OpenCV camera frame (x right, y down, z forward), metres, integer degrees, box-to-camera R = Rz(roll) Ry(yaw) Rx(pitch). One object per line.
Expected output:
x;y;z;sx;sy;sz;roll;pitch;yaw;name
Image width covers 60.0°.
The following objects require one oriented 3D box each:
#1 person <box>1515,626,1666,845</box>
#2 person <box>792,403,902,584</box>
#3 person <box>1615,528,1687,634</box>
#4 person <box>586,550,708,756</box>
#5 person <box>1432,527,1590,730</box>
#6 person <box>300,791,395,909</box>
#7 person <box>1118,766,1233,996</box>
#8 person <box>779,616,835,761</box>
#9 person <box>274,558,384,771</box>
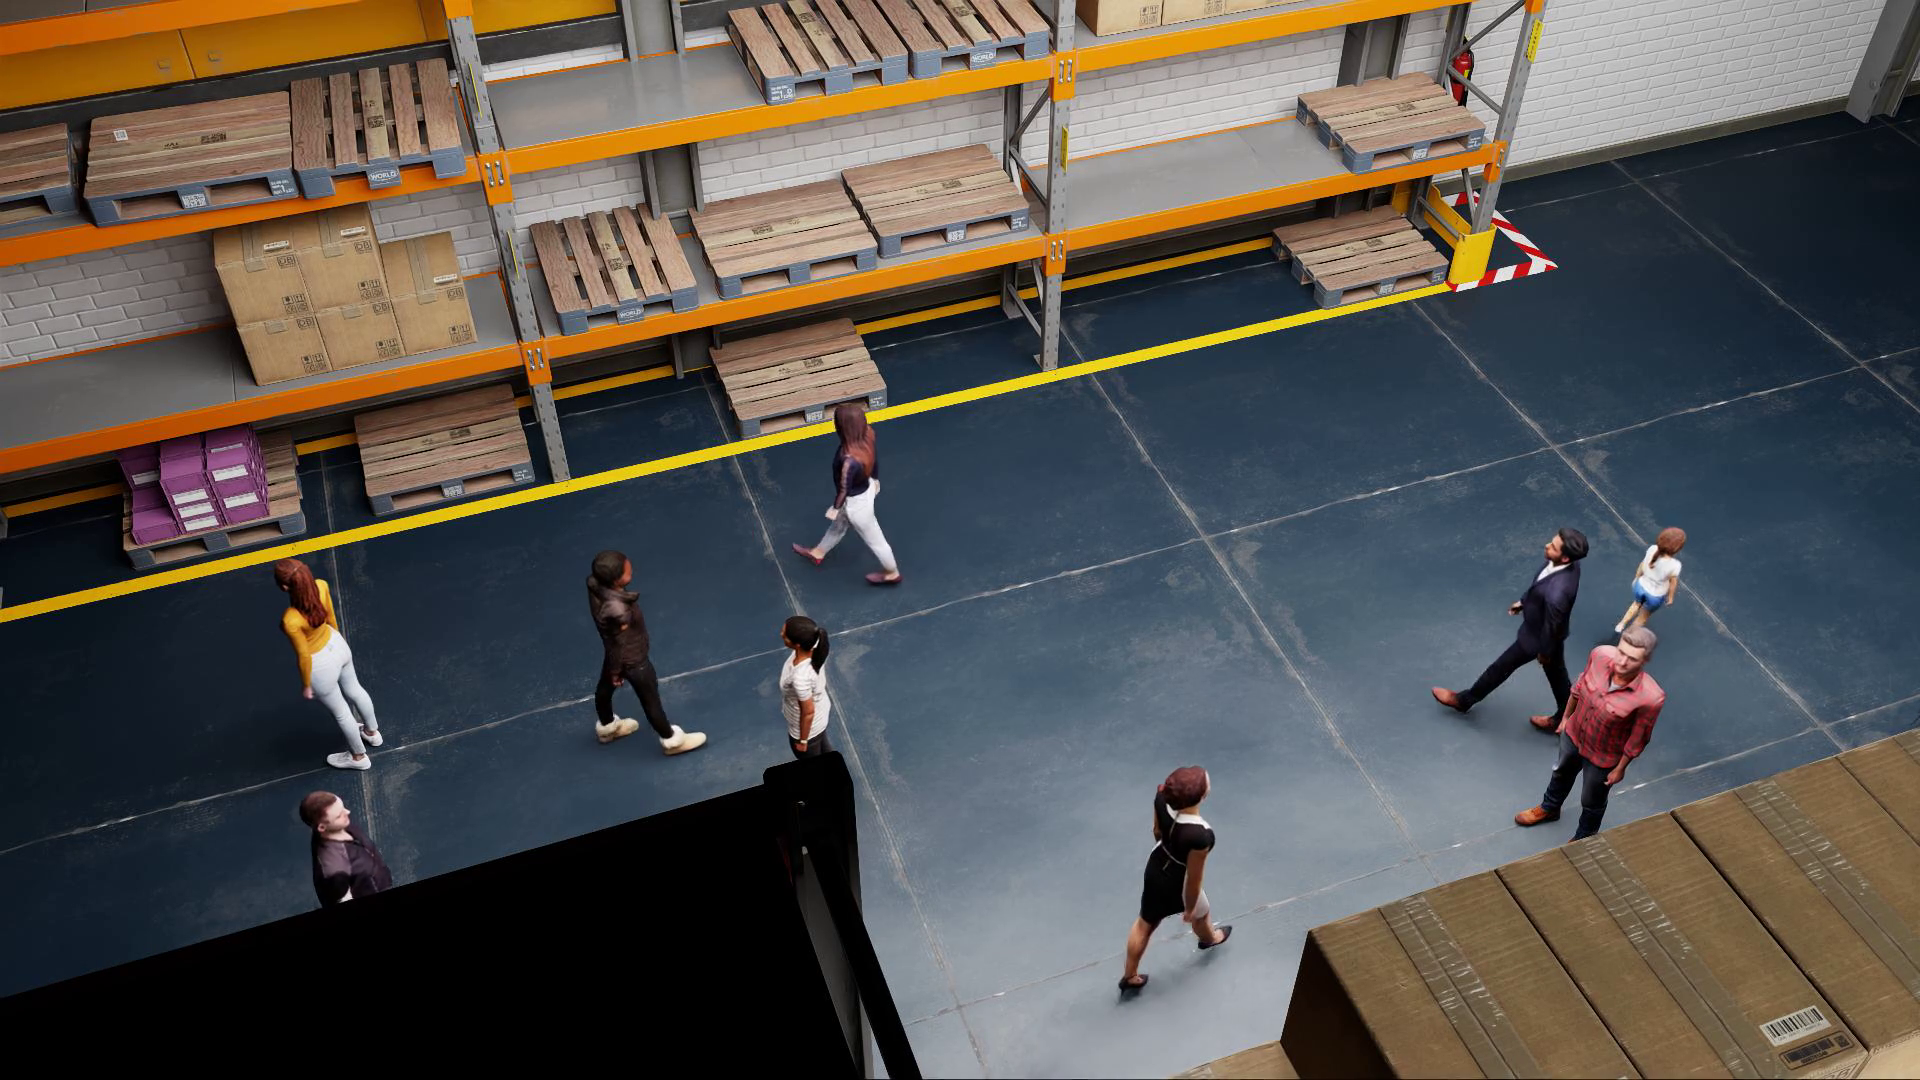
3.689;1.153;9.615;0.587;1.833;0.710;-20;47;-20;person
-0.632;-0.254;11.290;1.120;1.558;0.932;7;44;7;person
4.580;0.326;11.077;0.466;1.013;0.444;-20;47;-20;person
-1.932;0.664;10.259;0.699;1.651;0.899;-14;45;-15;person
3.698;0.602;10.304;1.193;1.679;1.119;17;46;17;person
-3.239;1.963;8.770;0.929;1.824;0.723;-11;45;-11;person
1.076;1.878;8.899;1.081;1.770;0.800;-26;49;-25;person
-0.893;1.040;9.868;0.657;1.646;0.649;4;44;4;person
-3.847;0.741;10.107;0.729;1.751;0.692;10;45;11;person
